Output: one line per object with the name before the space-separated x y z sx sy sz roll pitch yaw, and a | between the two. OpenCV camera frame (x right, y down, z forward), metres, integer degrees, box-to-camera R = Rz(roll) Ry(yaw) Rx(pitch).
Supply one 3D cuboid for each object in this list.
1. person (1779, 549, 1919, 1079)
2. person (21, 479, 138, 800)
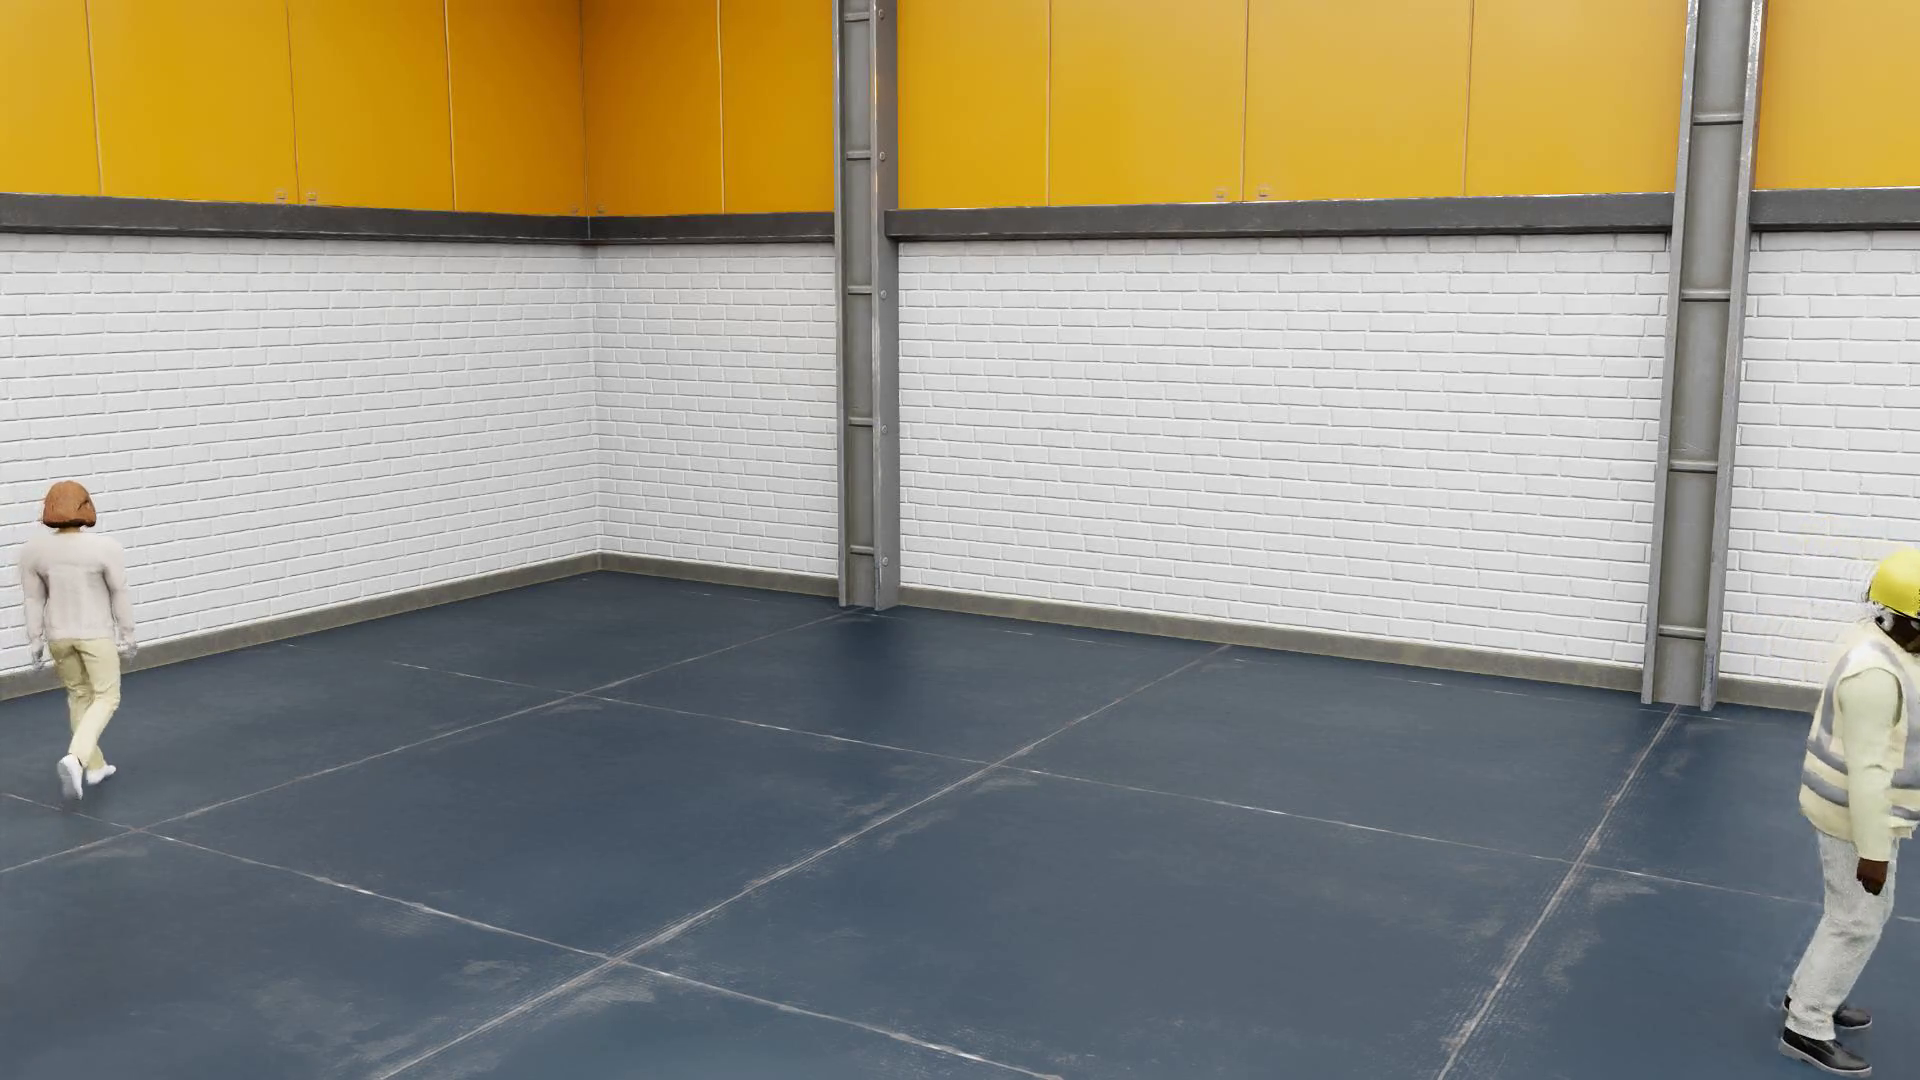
person | 2.967 0.893 5.425 0.462 1.789 0.624 6 11 34
person | -4.467 0.501 8.409 0.506 1.614 0.679 0 9 -2
